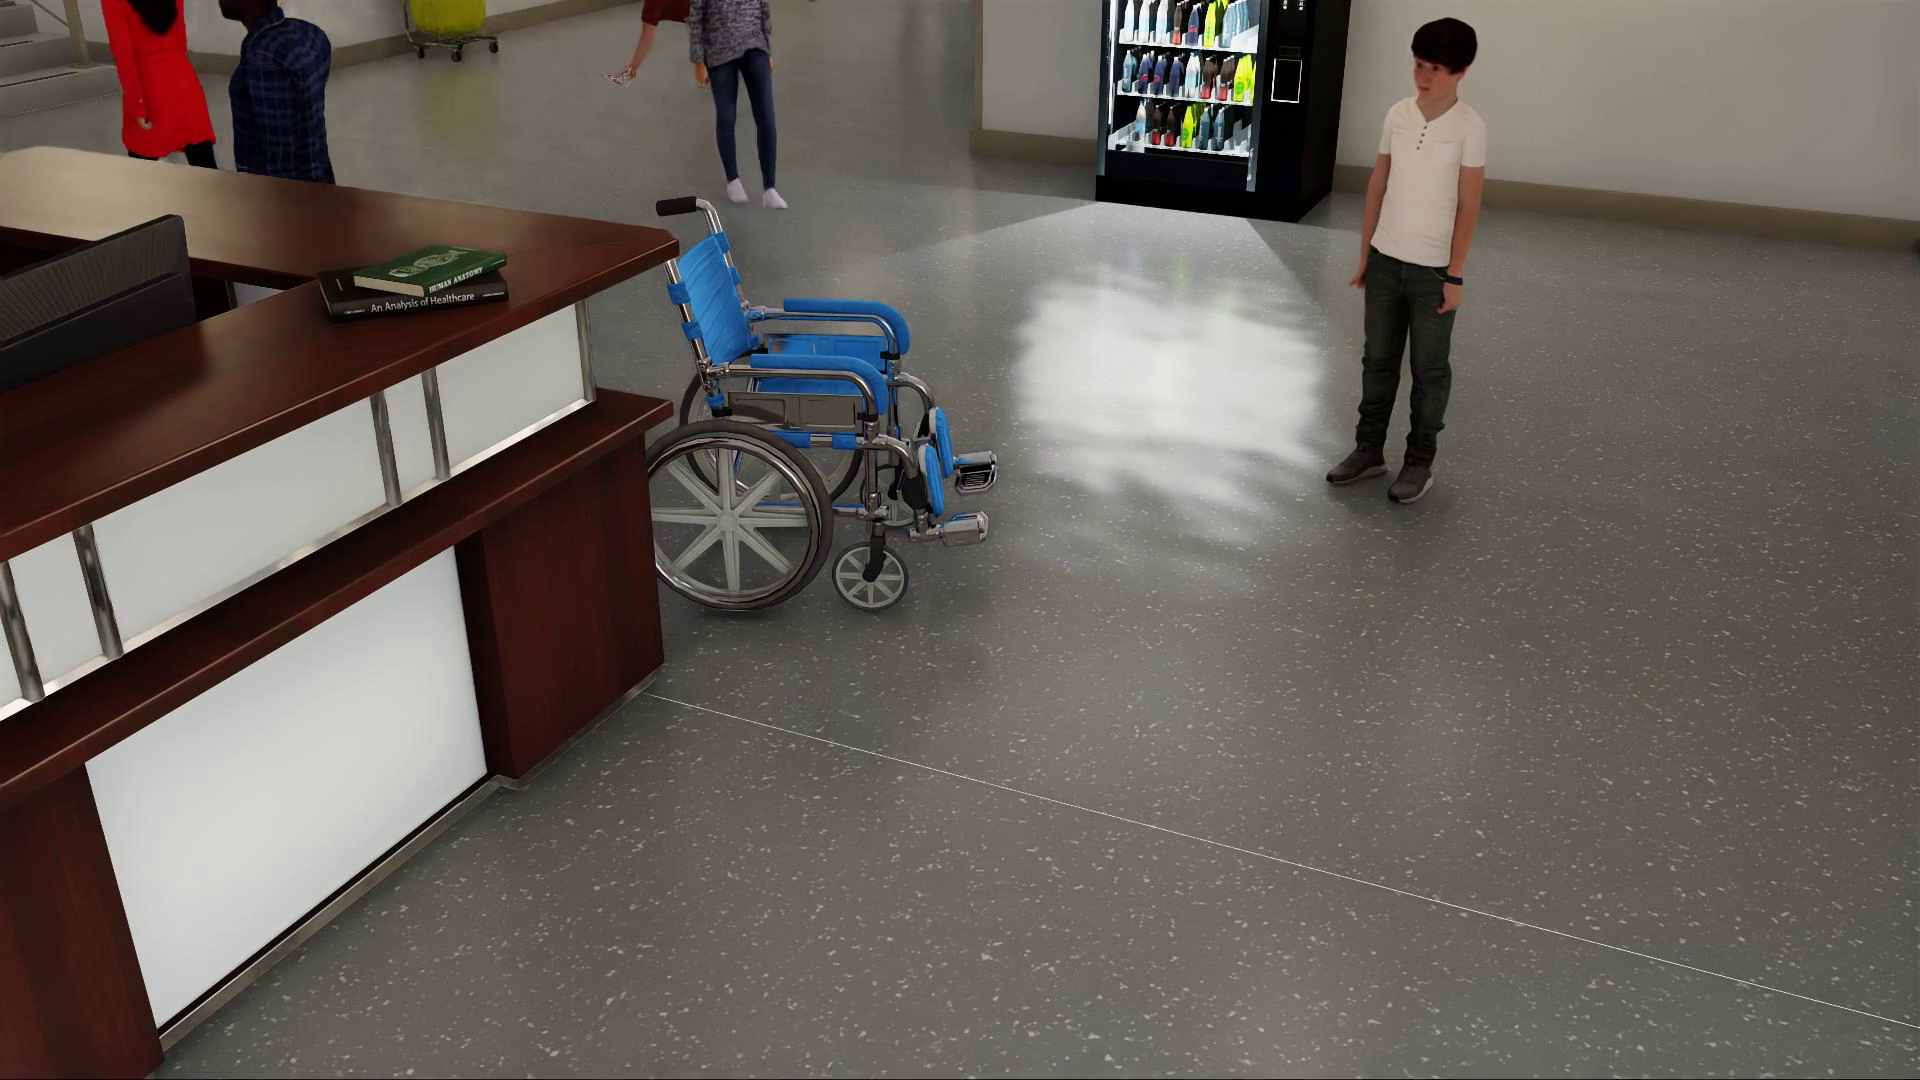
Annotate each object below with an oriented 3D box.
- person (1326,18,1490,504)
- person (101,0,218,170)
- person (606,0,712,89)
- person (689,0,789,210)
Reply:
[{"bbox_3d":[1.580,-0.954,5.755,0.559,1.655,0.683,22,33,38],"label":"person"},{"bbox_3d":[-3.733,-2.046,7.973,1.091,1.695,0.676,14,29,27],"label":"person"},{"bbox_3d":[-2.077,-4.188,12.409,1.166,1.700,1.093,-8,27,-17],"label":"person"},{"bbox_3d":[-1.296,-2.764,9.446,0.968,1.709,1.028,-9,27,-18],"label":"person"}]
